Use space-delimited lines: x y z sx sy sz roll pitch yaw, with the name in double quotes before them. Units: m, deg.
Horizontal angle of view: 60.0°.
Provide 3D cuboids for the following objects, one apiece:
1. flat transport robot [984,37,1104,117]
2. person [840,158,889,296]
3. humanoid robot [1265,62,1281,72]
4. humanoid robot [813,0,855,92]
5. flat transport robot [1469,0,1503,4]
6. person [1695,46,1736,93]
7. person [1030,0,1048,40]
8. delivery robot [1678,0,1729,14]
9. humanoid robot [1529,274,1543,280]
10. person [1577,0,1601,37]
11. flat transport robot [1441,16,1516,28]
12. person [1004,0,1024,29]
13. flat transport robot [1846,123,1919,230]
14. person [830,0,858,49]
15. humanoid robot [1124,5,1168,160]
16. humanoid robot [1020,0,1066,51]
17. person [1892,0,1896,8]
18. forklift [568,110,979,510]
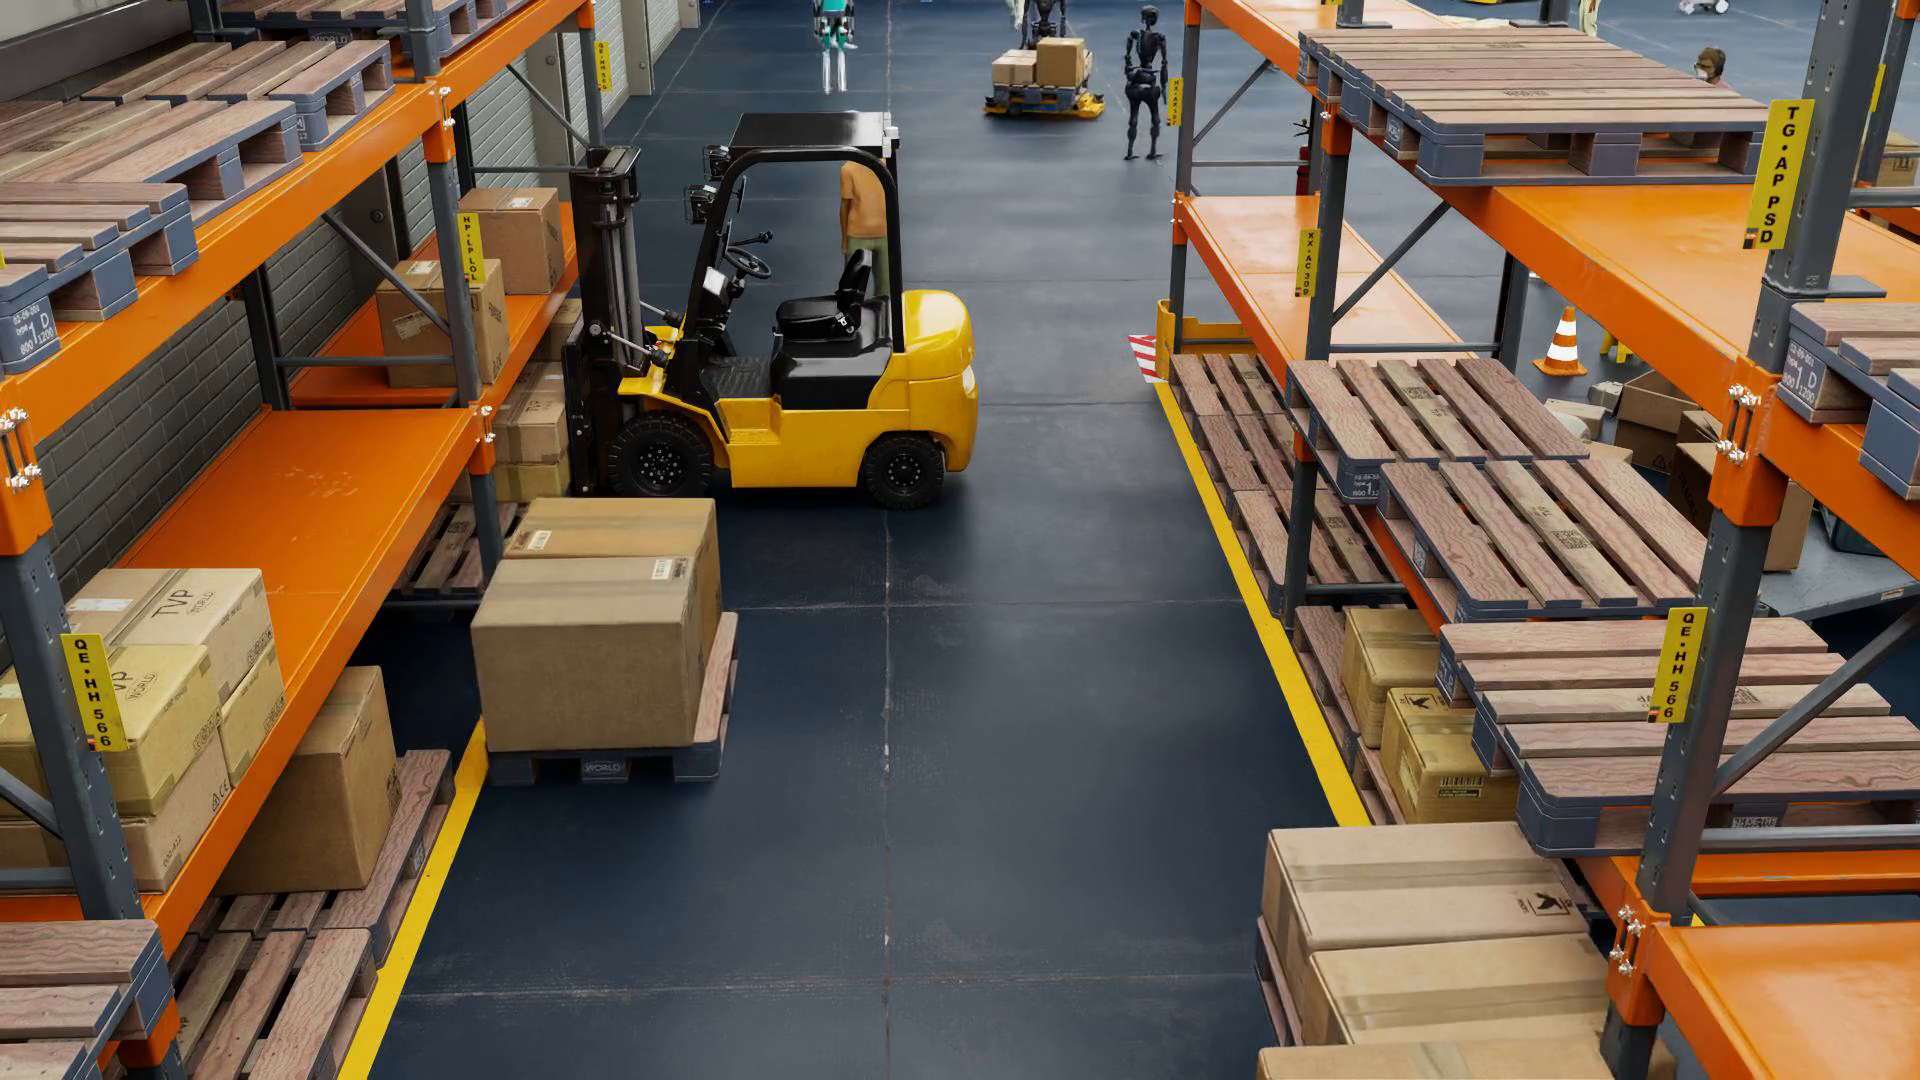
"flat transport robot" 1.063 -5.507 20.965 1.431 0.231 0.659 6 26 12
"person" -0.668 -2.250 12.372 0.448 1.717 0.372 -8 26 -17
"humanoid robot" 4.480 -7.451 23.433 0.363 1.639 0.616 3 25 6
"humanoid robot" -1.637 -6.682 21.652 0.530 1.725 0.727 -2 25 -4
"flat transport robot" 9.878 -10.016 30.514 1.431 0.231 0.659 -16 30 -31
"person" 6.216 -3.199 14.125 0.372 1.939 0.630 -11 27 -22
"person" 1.143 -7.847 24.074 0.375 1.843 0.569 -6 26 -12
"delivery robot" 13.009 -9.466 29.032 0.813 0.610 0.499 0 25 -1
"humanoid robot" 5.094 -3.023 13.890 0.697 1.717 0.530 15 29 29
"person" 8.968 -7.669 23.646 0.403 1.892 0.532 2 25 4
"flat transport robot" 7.201 -6.796 23.696 0.659 0.231 1.431 14 29 28
"person" 0.908 -9.264 27.193 0.587 1.737 0.385 10 27 20
"flat transport robot" 7.212 -2.261 14.091 1.431 0.231 0.659 15 29 28
"person" -1.793 -8.395 25.198 0.425 1.887 0.552 1 25 1
"humanoid robot" 2.010 -5.028 18.314 0.600 1.643 0.412 21 32 37
"humanoid robot" 1.068 -6.409 21.219 0.611 1.648 0.317 2 25 5
"person" 16.757 -10.446 29.520 0.483 1.896 0.560 -8 26 -17
"forklift" -1.043 -1.379 9.976 2.313 2.155 1.214 -1 25 -2
